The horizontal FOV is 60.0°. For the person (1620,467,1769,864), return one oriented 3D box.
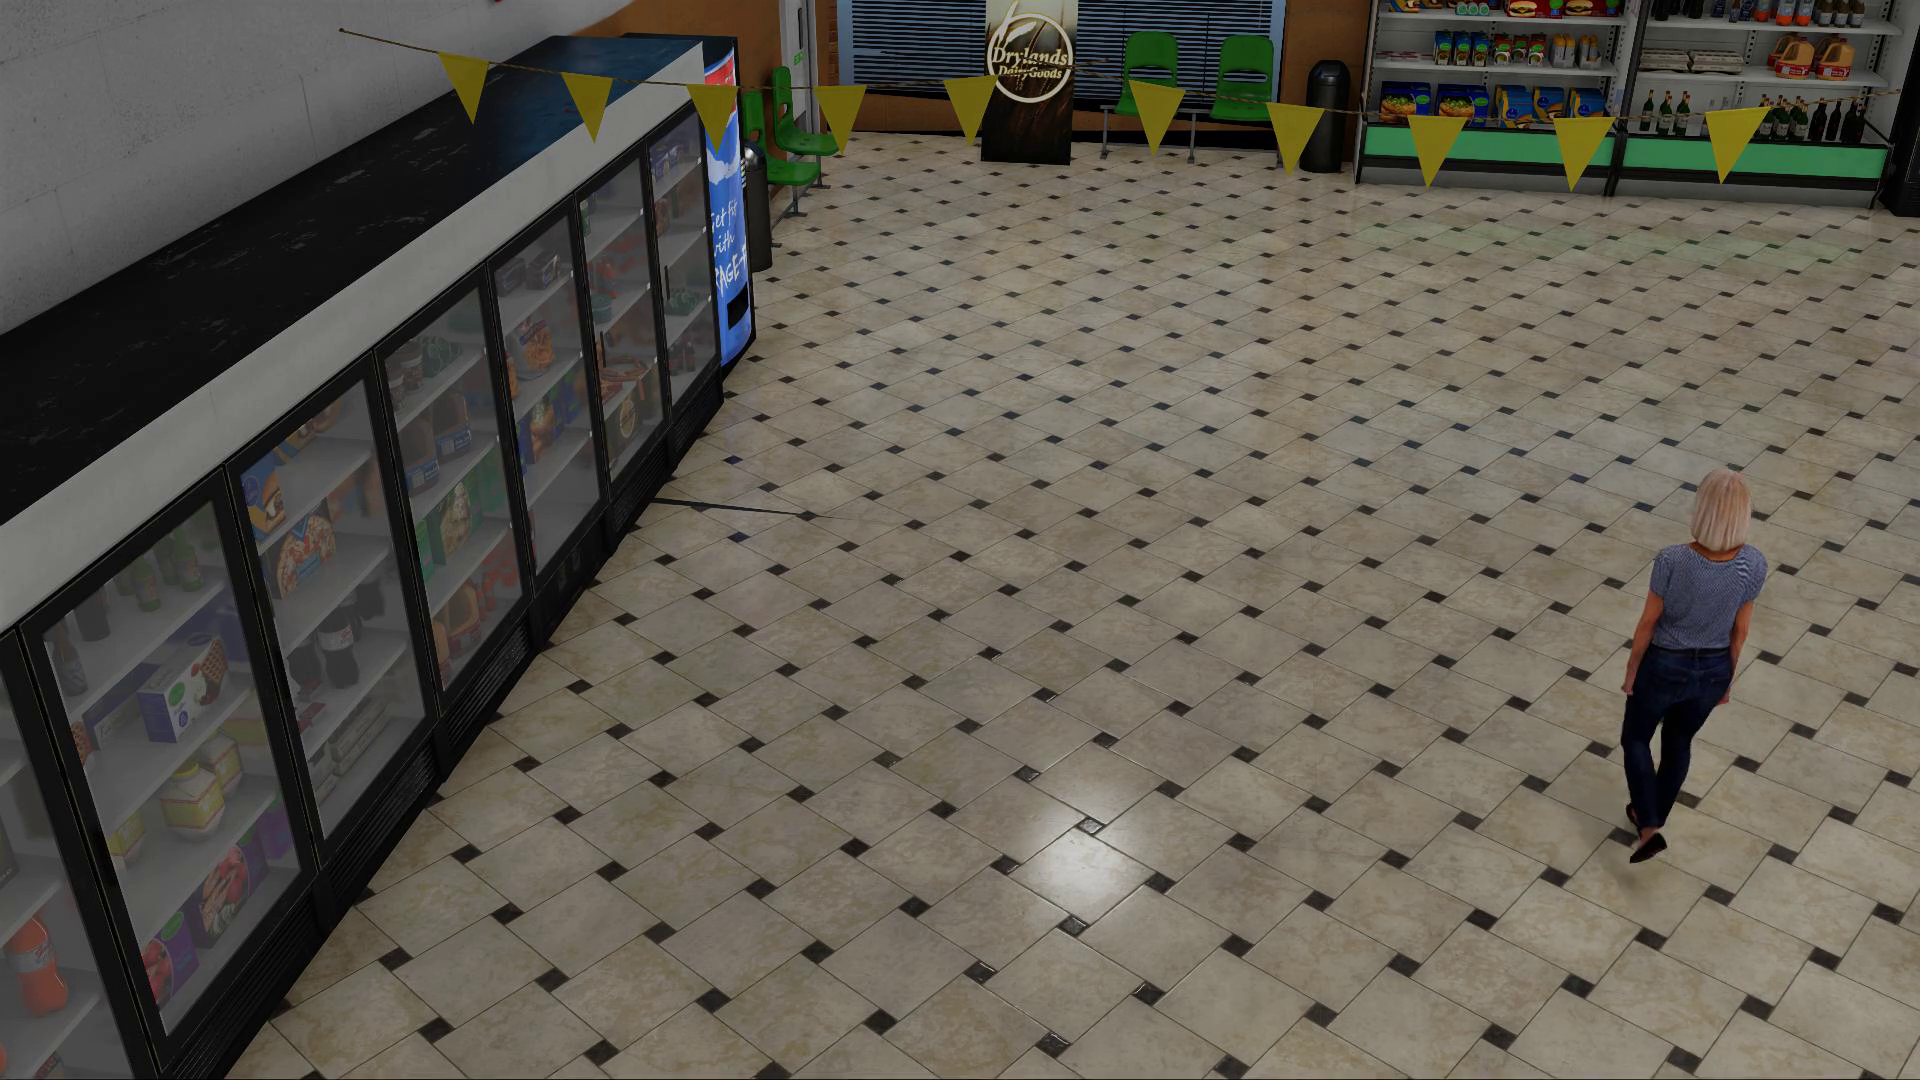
[{"bbox_3d":[2.802,0.551,6.377,0.763,1.709,0.642,3,29,6],"label":"person"}]
